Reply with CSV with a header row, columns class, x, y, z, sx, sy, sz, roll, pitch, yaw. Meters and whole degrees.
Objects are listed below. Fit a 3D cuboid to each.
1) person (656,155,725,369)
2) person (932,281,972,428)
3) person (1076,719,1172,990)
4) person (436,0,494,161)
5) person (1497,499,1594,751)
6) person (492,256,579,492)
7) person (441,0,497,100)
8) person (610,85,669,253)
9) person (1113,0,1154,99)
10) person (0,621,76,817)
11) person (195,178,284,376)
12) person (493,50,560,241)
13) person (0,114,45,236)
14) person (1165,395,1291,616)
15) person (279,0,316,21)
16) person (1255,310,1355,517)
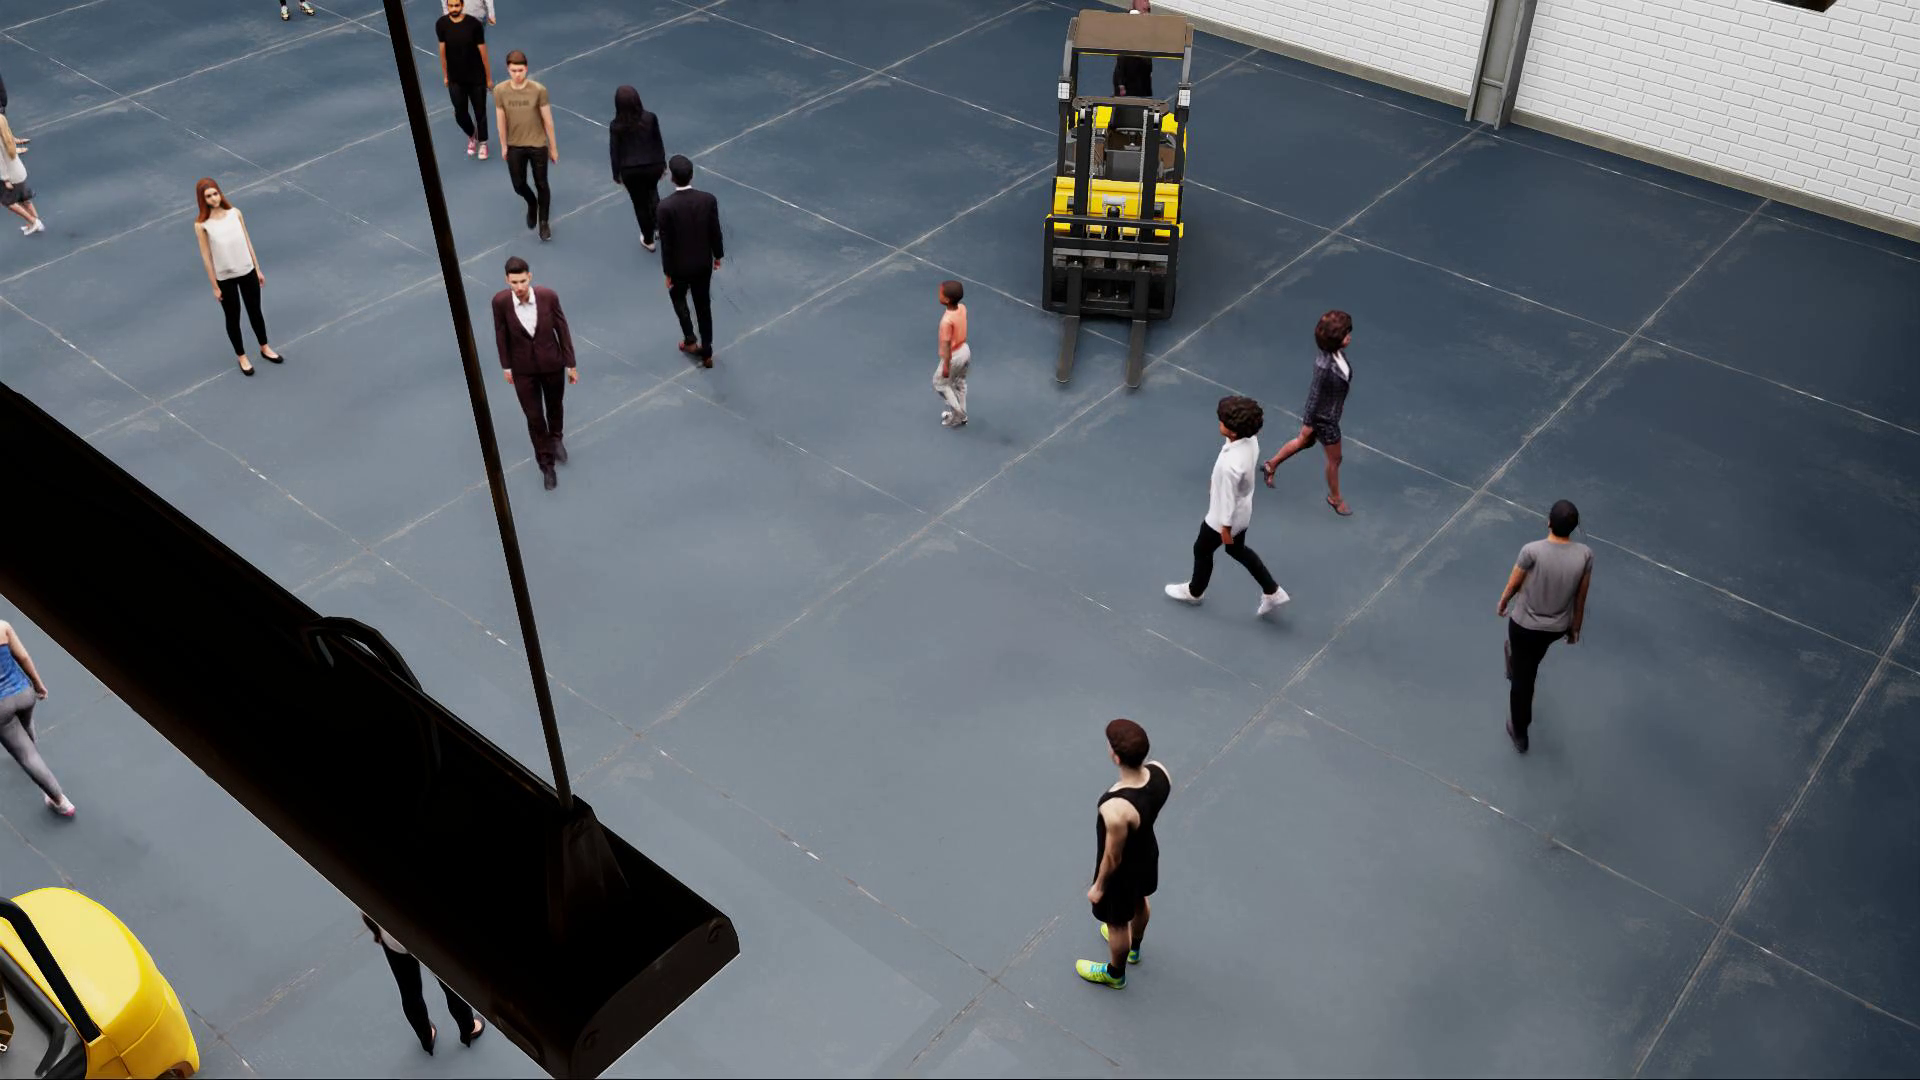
class,x,y,z,sx,sy,sz,roll,pitch,yaw
person,-2.202,-2.252,13.768,0.837,1.867,0.830,-18,42,-21
person,0.015,-1.458,13.227,0.543,1.301,0.539,20,43,23
person,0.884,1.681,8.825,0.599,1.891,0.699,23,44,26
person,-5.044,-4.794,17.043,0.771,1.753,0.825,-4,39,-5
person,3.628,0.571,10.359,1.099,1.710,1.143,-1,39,-2
person,-3.228,-1.373,12.694,1.052,1.833,1.212,-13,40,-15
person,-5.388,-5.815,18.276,1.098,1.810,1.303,-13,40,-15
person,-2.933,-3.406,15.422,0.760,1.606,0.758,-19,43,-23
person,1.701,-4.711,16.944,0.769,1.746,0.792,-16,41,-20
person,-5.660,1.007,9.928,1.066,1.566,0.616,24,45,27
person,-6.046,-2.207,13.828,0.512,1.721,0.587,31,48,33
person,-4.064,-3.750,15.663,0.851,1.843,0.908,-4,39,-5
person,-8.959,-3.482,15.789,0.699,1.266,0.640,-2,39,-3
person,1.903,-0.196,11.261,1.163,1.783,0.806,17,42,20
person,-8.219,-7.236,20.056,0.686,1.808,0.636,-22,43,-25
person,2.597,-0.946,12.293,1.089,1.668,0.801,16,41,19
